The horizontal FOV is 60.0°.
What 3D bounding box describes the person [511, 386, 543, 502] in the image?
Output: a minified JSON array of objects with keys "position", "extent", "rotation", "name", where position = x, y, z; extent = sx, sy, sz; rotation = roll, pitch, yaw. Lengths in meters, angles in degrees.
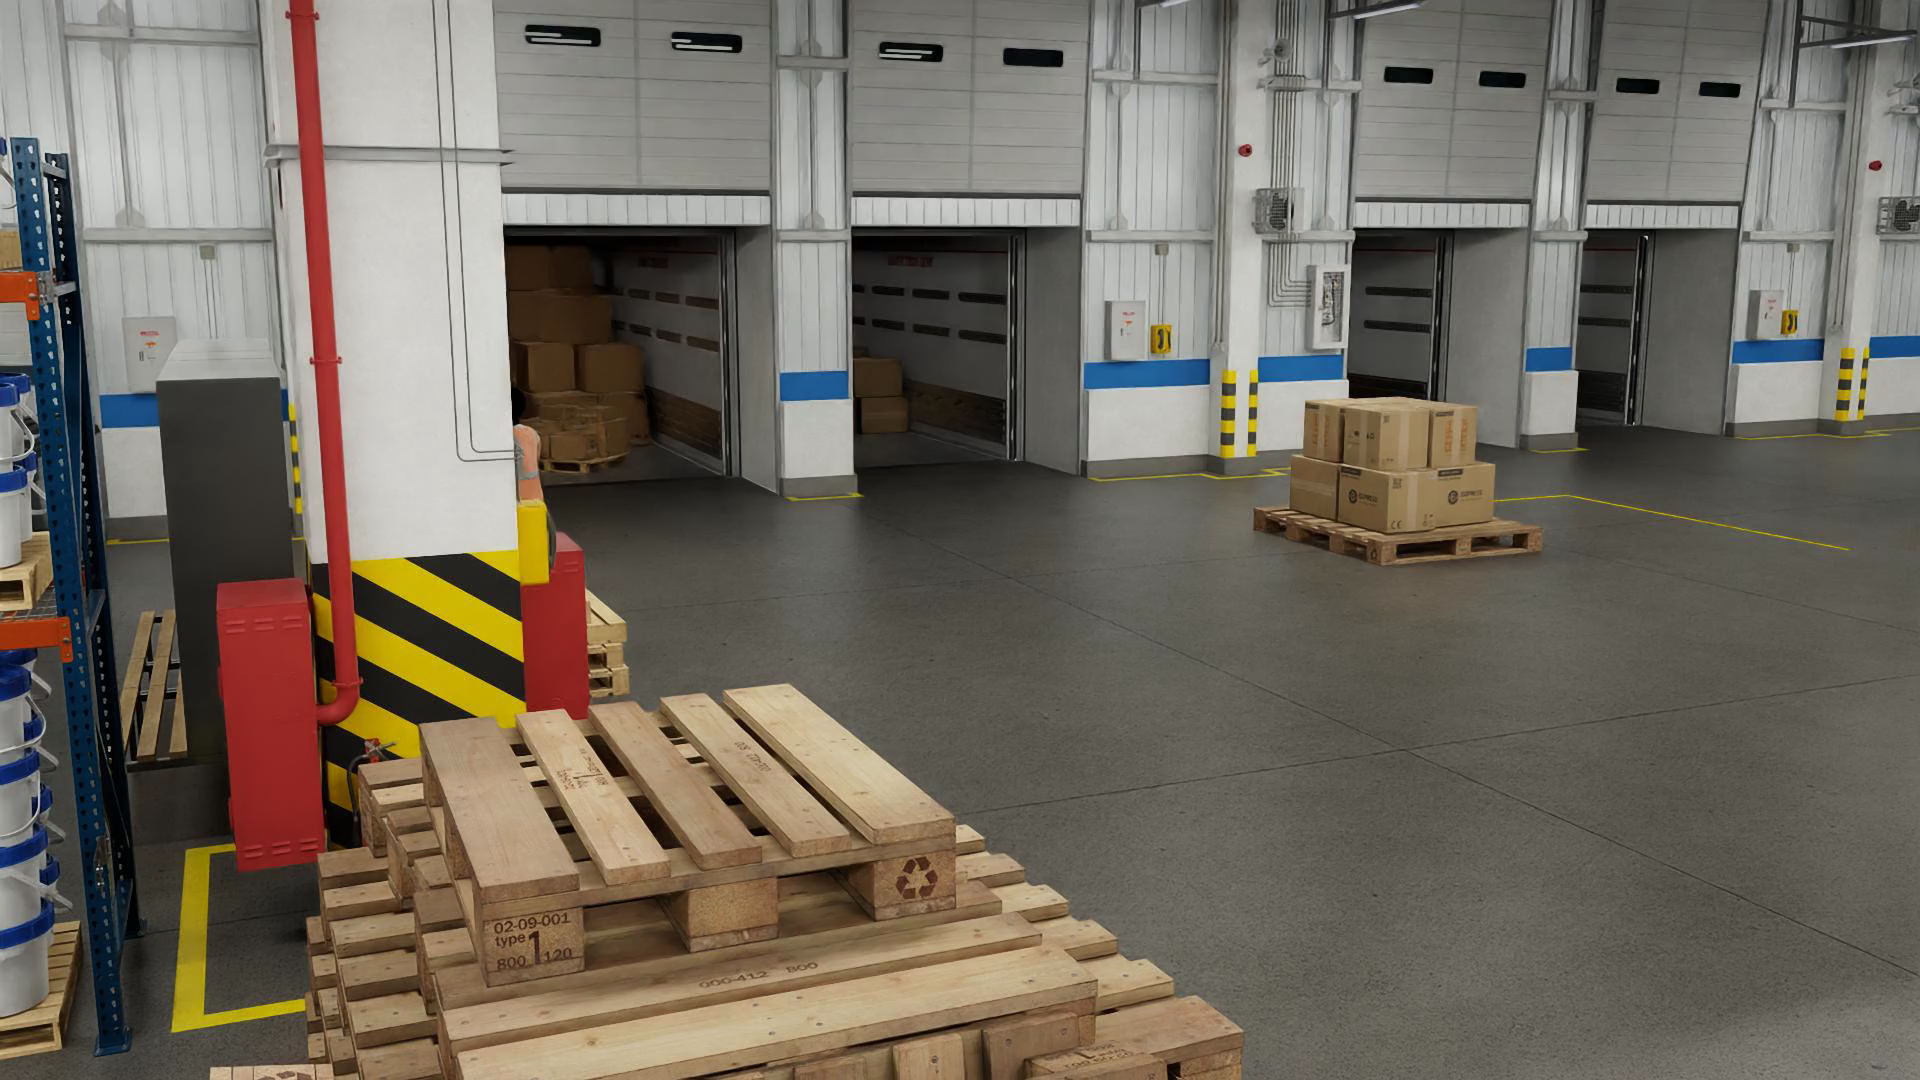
[{"position":[-3.133,-0.245,11.789],"extent":[0.319,1.698,0.539],"rotation":[2,10,10],"name":"person"}]
